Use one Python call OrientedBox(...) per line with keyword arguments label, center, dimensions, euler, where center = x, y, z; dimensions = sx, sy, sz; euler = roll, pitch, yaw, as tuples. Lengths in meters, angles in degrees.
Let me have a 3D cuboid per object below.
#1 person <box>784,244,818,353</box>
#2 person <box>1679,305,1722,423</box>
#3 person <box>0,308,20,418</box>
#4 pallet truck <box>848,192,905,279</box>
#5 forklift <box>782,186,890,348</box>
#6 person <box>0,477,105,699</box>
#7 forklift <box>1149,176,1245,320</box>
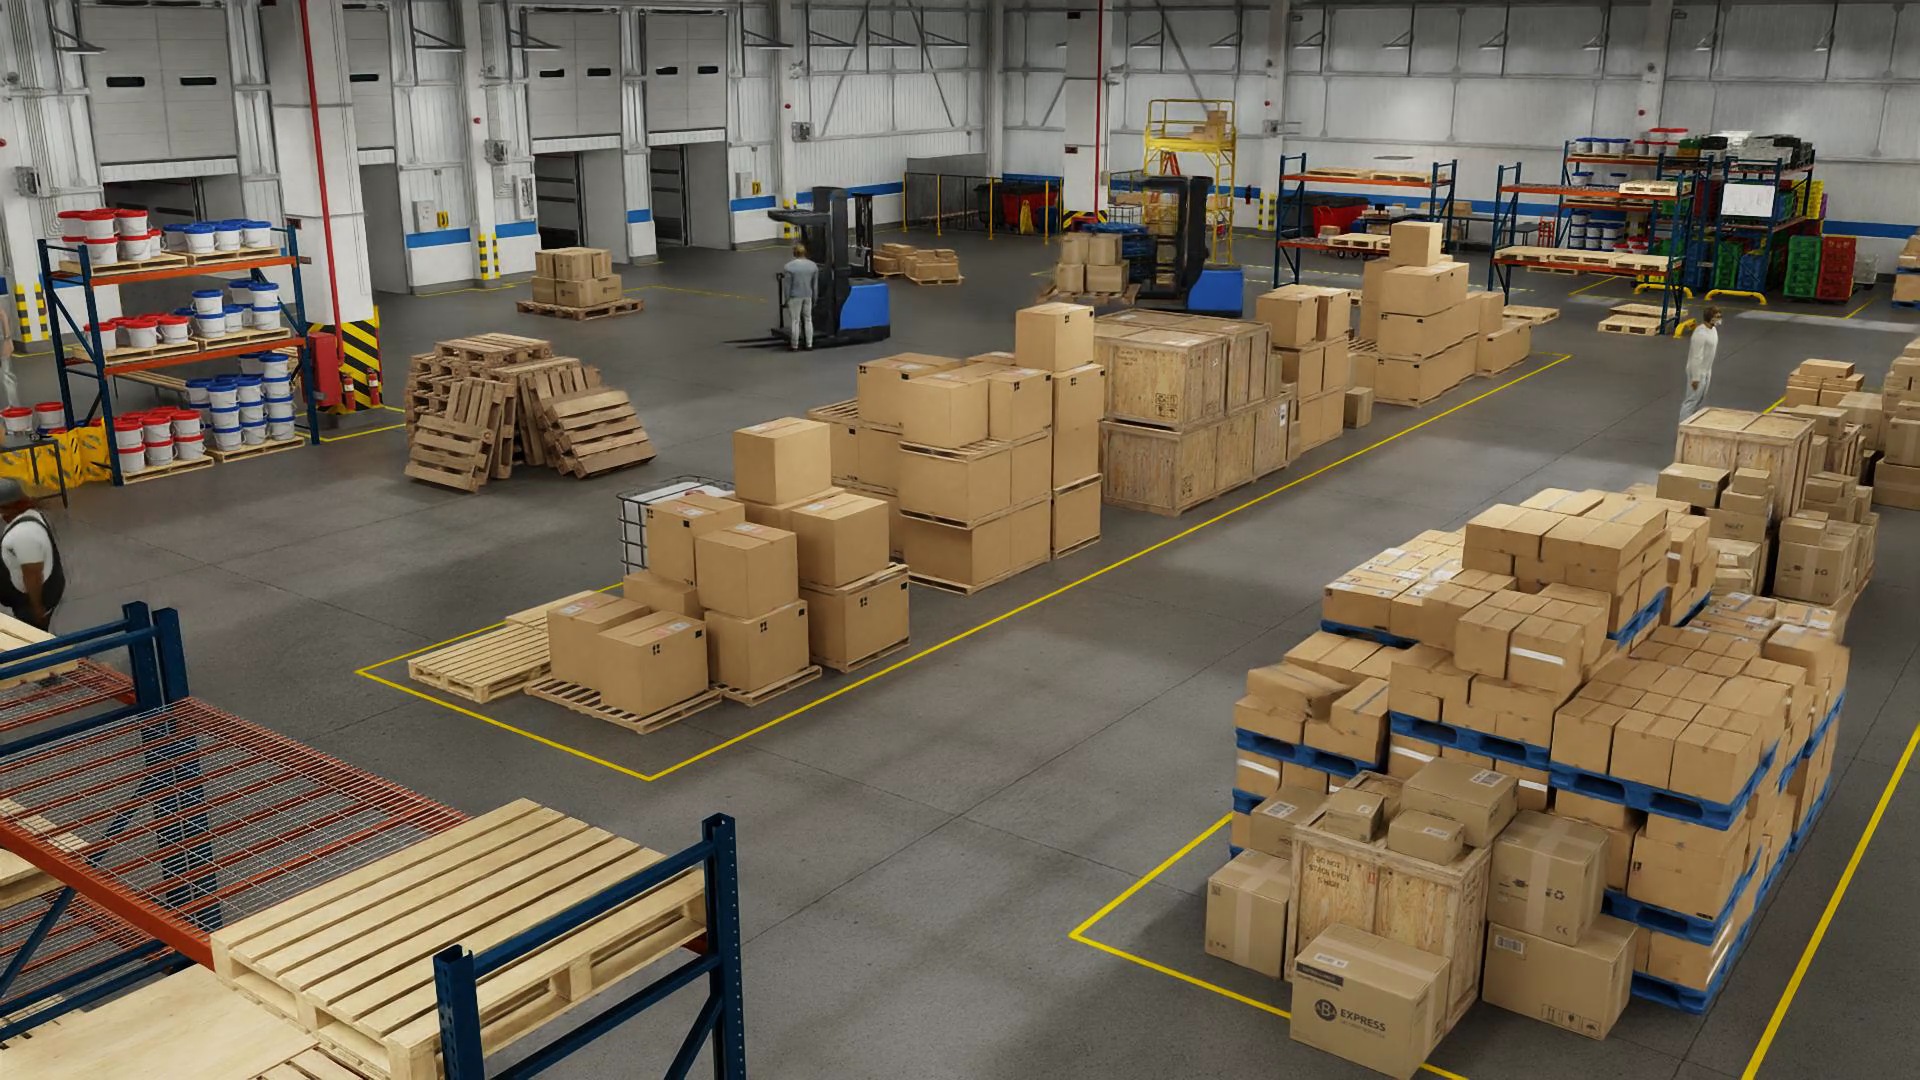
OrientedBox(label="person", center=(-2.830, -4.307, 29.667), dimensions=(0.638, 1.926, 0.367), euler=(-8, 19, -24))
OrientedBox(label="person", center=(10.233, -2.288, 22.983), dimensions=(0.378, 1.931, 0.624), euler=(13, 21, 36))
OrientedBox(label="person", center=(-14.198, -2.776, 24.586), dimensions=(0.370, 1.929, 0.585), euler=(-7, 18, -21))
OrientedBox(label="pallet truck", center=(-1.936, -7.159, 38.982), dimensions=(1.885, 1.965, 0.823), euler=(-12, 21, -34))
OrientedBox(label="forklift", center=(-2.326, -5.038, 30.458), dimensions=(1.873, 2.768, 1.129), euler=(-9, 19, -28))
OrientedBox(label="person", center=(-7.674, 0.408, 13.854), dimensions=(0.696, 2.000, 0.707), euler=(-7, 18, -22))
OrientedBox(label="forklift", center=(4.668, -5.709, 32.679), dimensions=(1.873, 2.768, 1.129), euler=(3, 17, 10))
